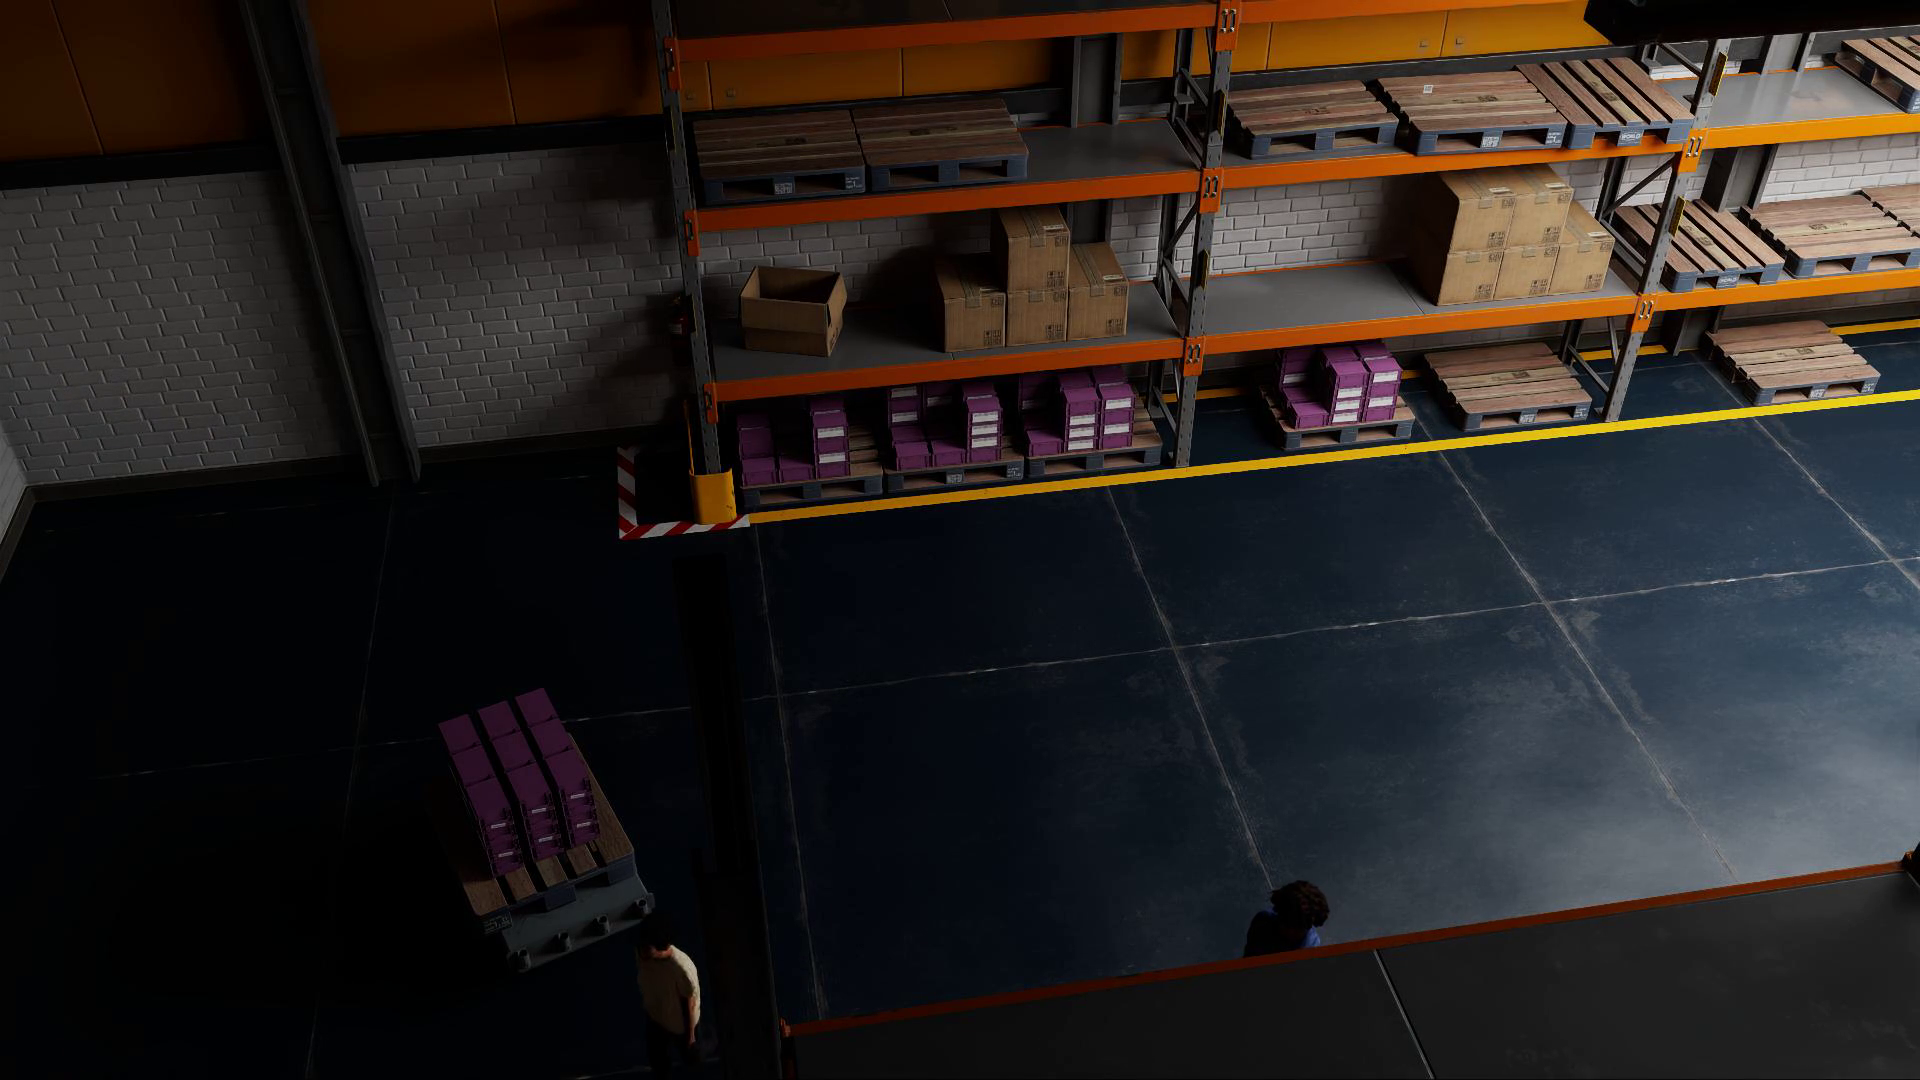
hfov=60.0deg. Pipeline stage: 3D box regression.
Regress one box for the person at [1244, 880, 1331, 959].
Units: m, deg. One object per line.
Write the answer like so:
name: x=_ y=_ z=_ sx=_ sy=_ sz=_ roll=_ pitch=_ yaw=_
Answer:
person: x=1.734 y=2.492 z=9.059 sx=0.747 sy=1.811 sz=0.759 roll=-26 pitch=45 yaw=-29

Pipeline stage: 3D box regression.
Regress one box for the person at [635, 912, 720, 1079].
person: x=-1.521 y=2.569 z=9.153 sx=0.932 sy=1.573 sz=0.992 roll=24 pitch=44 yaw=27
